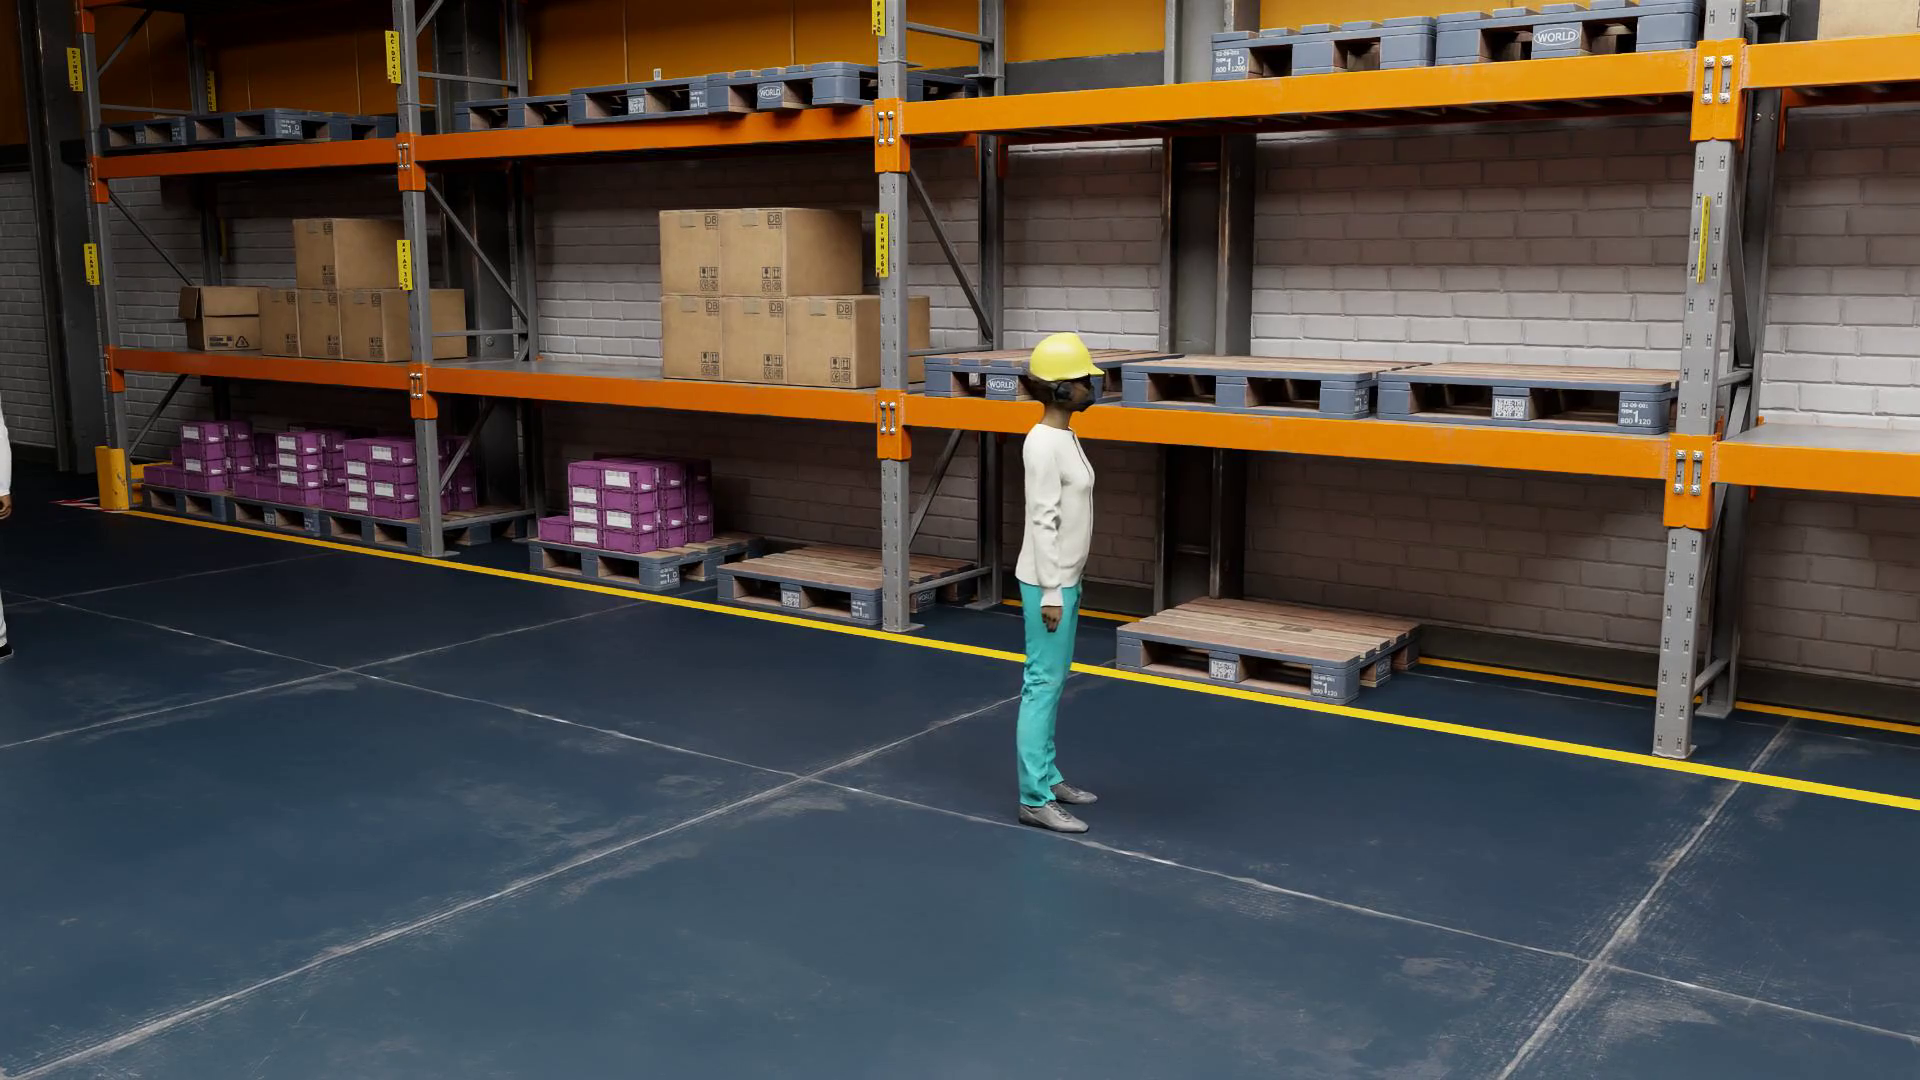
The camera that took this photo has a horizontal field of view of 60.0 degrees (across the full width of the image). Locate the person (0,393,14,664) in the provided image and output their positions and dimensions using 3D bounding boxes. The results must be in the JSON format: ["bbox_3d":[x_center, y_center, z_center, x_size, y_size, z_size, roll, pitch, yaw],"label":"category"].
[{"bbox_3d":[-5.021,-0.264,8.230,0.597,1.832,0.404,-5,11,-28],"label":"person"}]

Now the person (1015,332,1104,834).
[{"bbox_3d":[0.355,0.147,5.968,0.297,1.772,0.533,2,10,11],"label":"person"}]
